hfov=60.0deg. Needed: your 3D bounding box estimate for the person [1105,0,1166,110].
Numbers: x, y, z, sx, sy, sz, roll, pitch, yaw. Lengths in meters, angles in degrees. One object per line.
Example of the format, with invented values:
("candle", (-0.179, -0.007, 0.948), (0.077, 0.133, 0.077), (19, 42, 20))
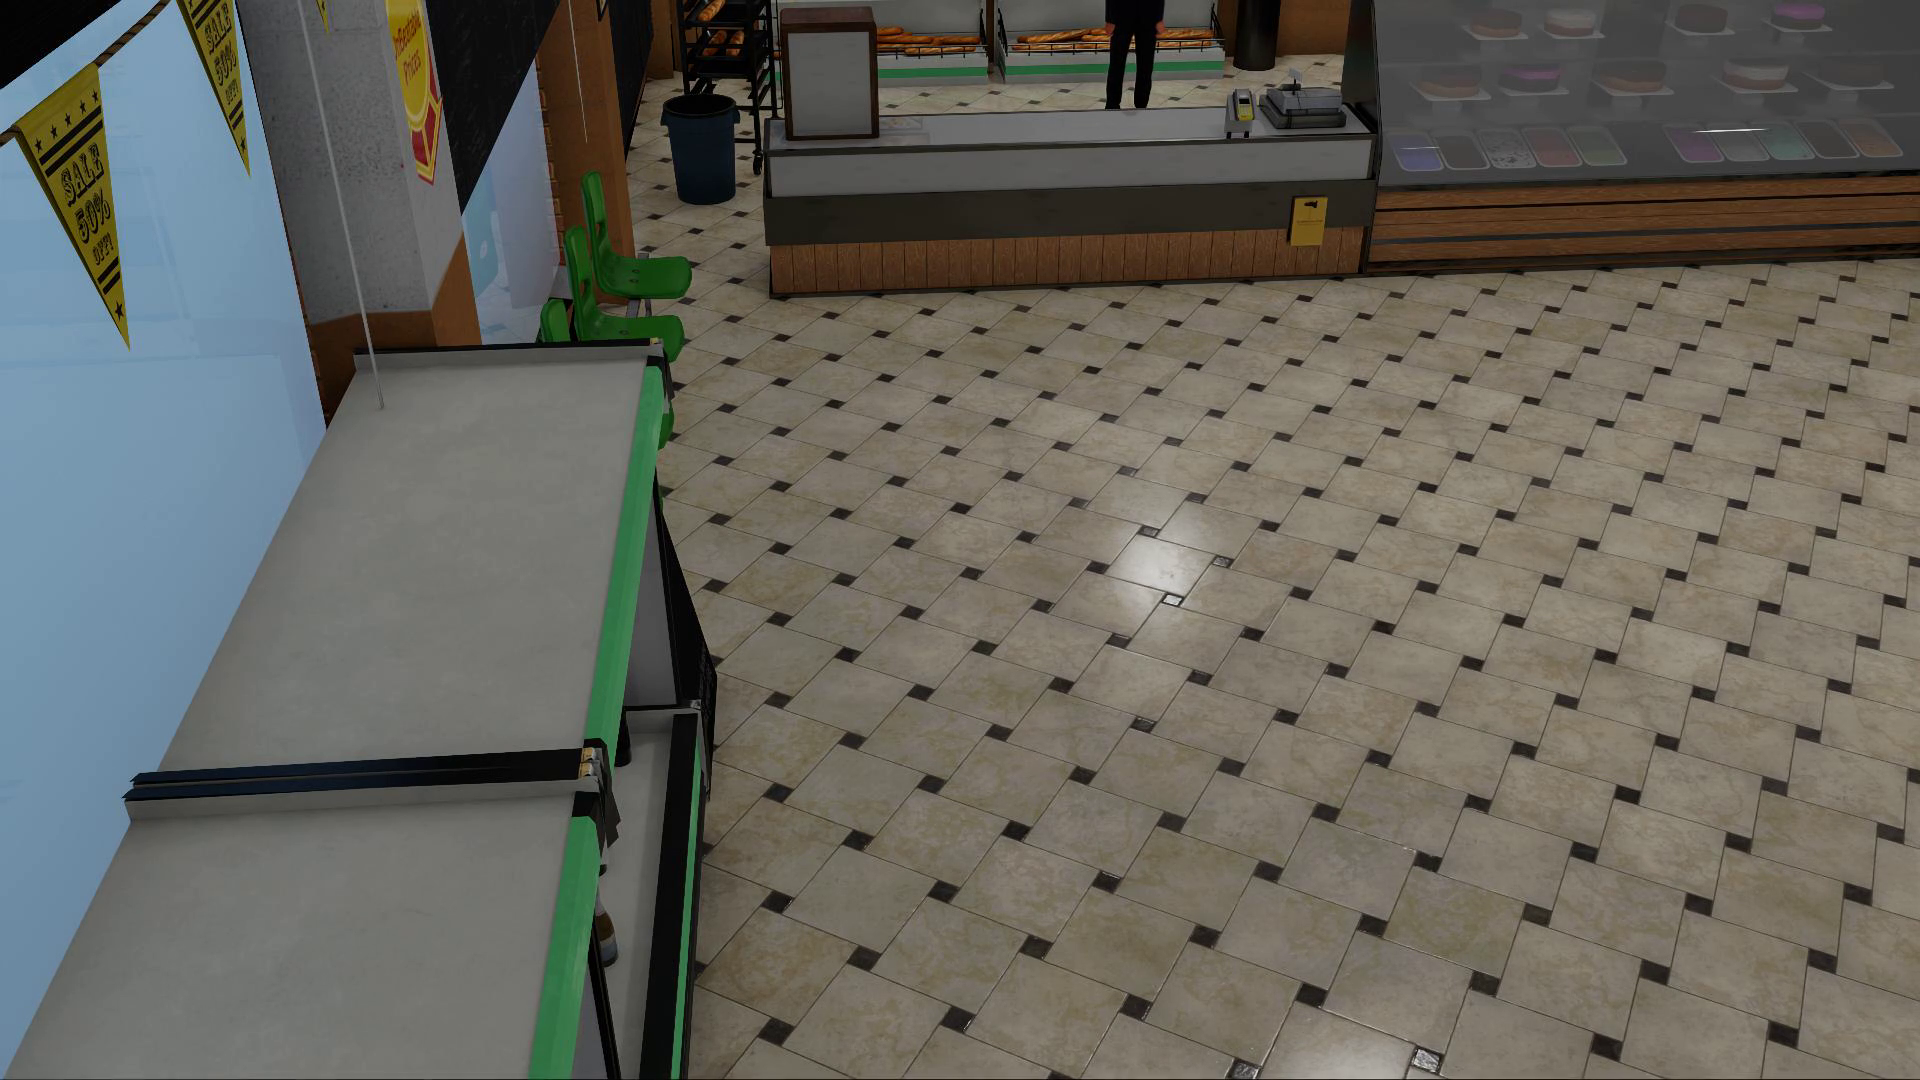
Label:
("person", (1.424, -4.239, 13.467), (0.632, 1.867, 0.550), (-3, 32, -4))
